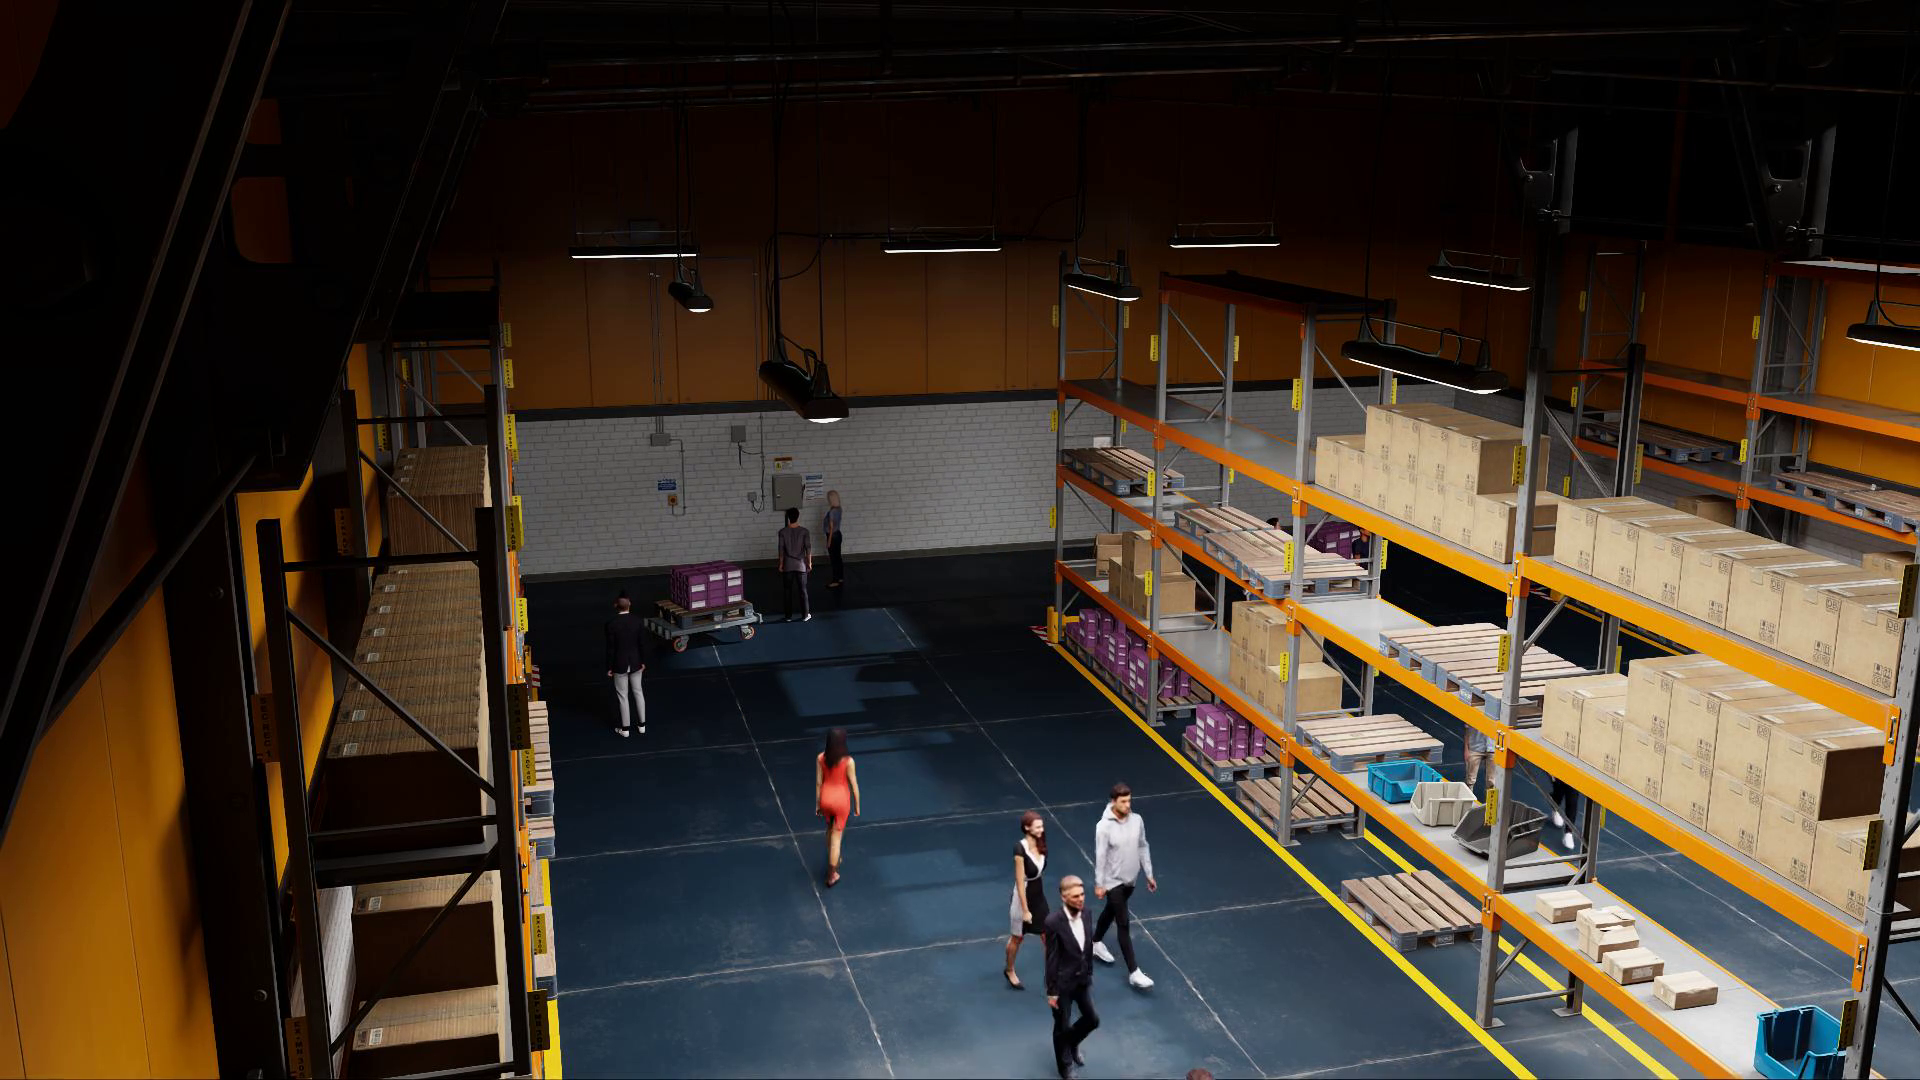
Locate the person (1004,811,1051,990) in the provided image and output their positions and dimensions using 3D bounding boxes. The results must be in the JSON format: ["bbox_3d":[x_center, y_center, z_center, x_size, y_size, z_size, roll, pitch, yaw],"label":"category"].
[{"bbox_3d":[0.543,3.286,15.086,1.097,1.770,0.953,11,18,39],"label":"person"}]

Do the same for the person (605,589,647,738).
[{"bbox_3d":[-4.343,1.588,21.696,0.772,1.959,0.713,-8,16,-31],"label":"person"}]

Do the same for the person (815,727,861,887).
[{"bbox_3d":[-1.321,2.793,17.277,0.822,1.697,0.929,4,14,15],"label":"person"}]

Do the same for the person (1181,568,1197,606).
[{"bbox_3d":[3.426,1.056,25.427,0.554,1.237,0.898,-5,14,-19],"label":"person"}]

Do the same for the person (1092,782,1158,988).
[{"bbox_3d":[1.423,3.134,15.483,0.995,1.878,1.308,-10,17,-35],"label":"person"}]

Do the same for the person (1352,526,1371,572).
[{"bbox_3d":[6.345,0.545,26.359,0.753,1.793,0.712,9,16,33],"label":"person"}]

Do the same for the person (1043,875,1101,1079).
[{"bbox_3d":[0.863,3.588,13.766,0.766,1.805,0.765,-8,16,-30],"label":"person"}]

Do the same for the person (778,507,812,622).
[{"bbox_3d":[-2.674,0.390,26.875,0.719,1.851,0.597,-1,14,-3],"label":"person"}]

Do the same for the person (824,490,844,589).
[{"bbox_3d":[-2.173,-0.025,28.869,0.720,1.719,0.614,4,14,16],"label":"person"}]
